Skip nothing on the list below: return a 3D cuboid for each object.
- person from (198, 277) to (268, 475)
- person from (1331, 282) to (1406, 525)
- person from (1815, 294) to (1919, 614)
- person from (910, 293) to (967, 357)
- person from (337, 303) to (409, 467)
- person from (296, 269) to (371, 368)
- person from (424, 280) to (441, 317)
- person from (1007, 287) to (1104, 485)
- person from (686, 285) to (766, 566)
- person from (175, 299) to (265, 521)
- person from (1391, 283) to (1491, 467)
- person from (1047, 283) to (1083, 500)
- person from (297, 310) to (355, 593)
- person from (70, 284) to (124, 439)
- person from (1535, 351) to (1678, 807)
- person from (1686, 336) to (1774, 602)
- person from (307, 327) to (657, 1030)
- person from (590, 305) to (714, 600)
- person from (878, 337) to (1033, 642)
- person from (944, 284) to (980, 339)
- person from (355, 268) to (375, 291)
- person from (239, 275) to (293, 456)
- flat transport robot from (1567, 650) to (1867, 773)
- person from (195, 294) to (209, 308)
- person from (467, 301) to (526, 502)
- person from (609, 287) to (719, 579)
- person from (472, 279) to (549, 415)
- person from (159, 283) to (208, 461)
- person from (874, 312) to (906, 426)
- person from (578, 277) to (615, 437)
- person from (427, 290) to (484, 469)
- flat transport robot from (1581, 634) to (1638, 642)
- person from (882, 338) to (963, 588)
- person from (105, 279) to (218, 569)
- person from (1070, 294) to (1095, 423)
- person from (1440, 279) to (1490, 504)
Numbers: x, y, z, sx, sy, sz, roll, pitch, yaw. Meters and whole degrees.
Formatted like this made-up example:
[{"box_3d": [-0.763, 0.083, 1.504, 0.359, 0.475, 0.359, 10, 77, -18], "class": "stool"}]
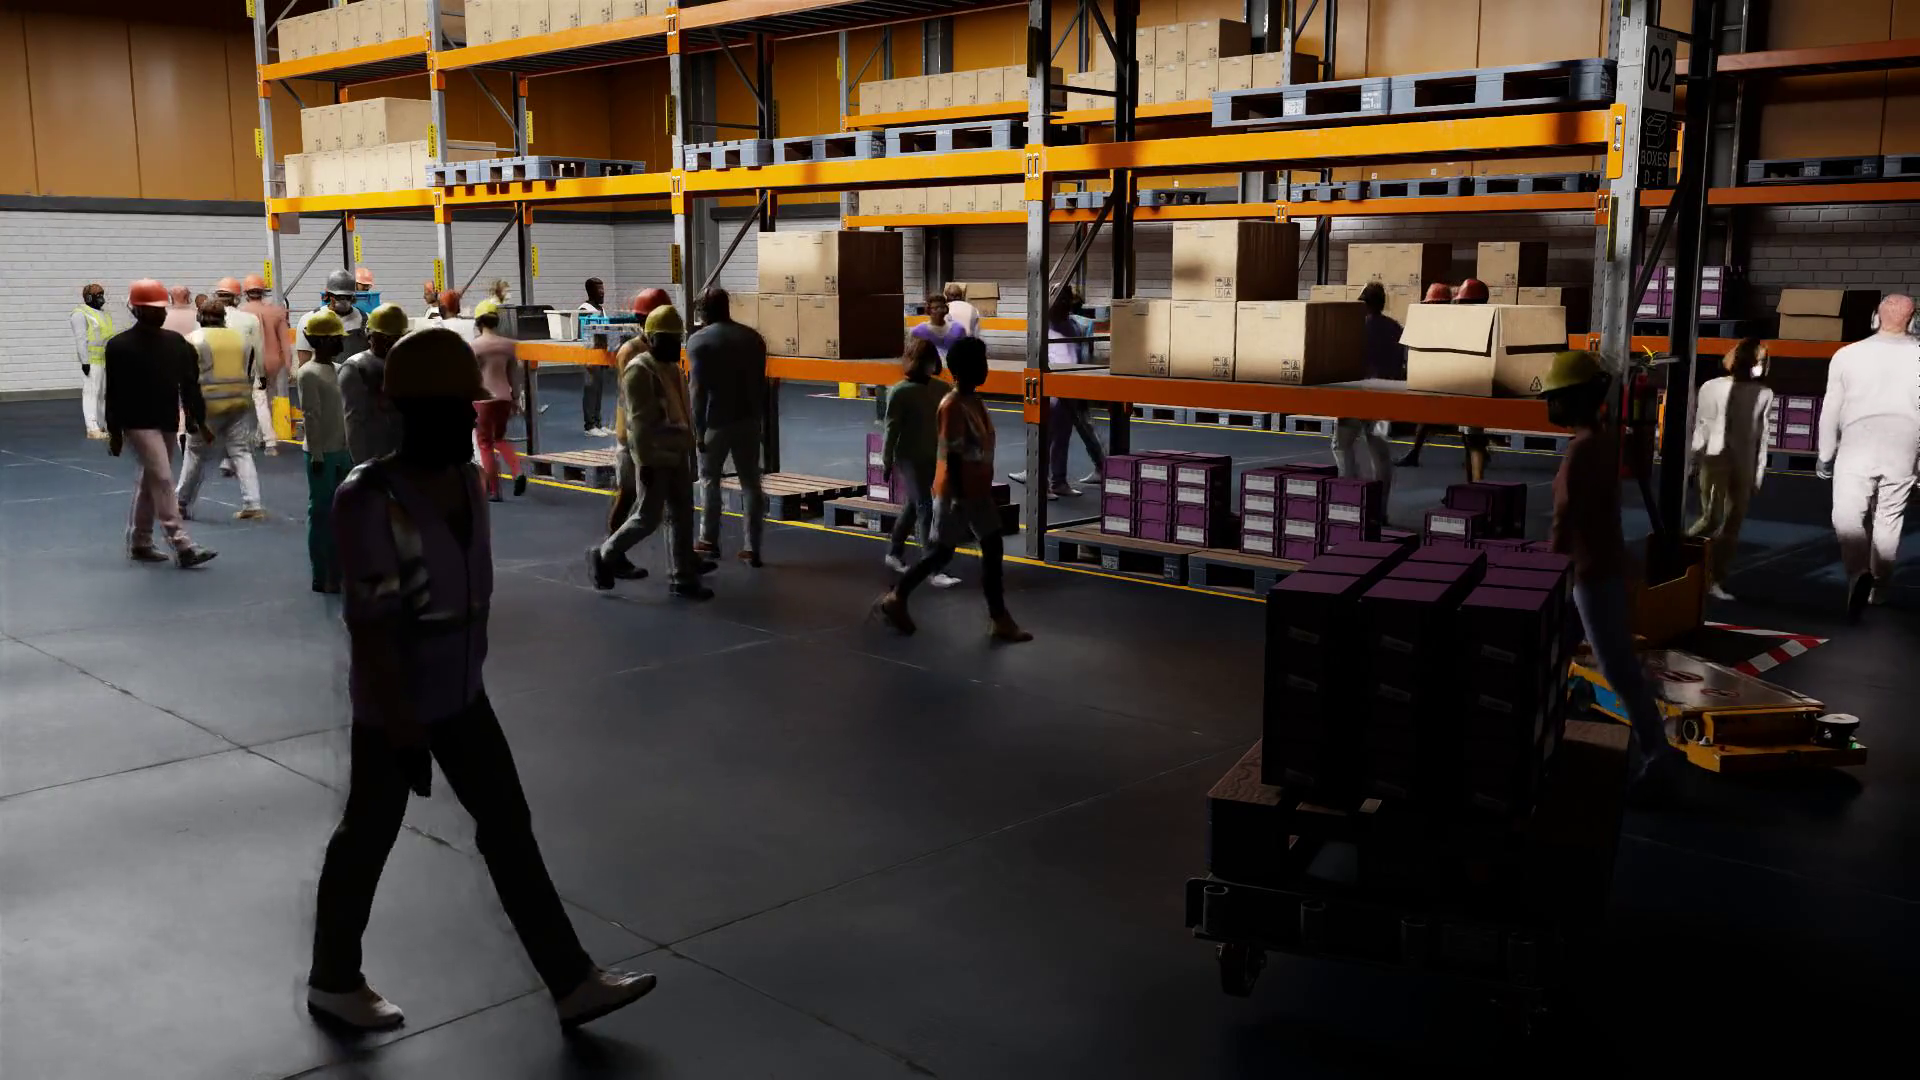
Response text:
[{"box_3d": [-7.237, -1.632, 16.516, 0.589, 1.948, 0.991, 0, 9, 1], "class": "person"}, {"box_3d": [3.229, -1.081, 13.216, 0.654, 1.915, 0.596, -4, 10, -24], "class": "person"}, {"box_3d": [5.404, -0.496, 9.747, 0.643, 1.881, 0.766, 2, 10, 15], "class": "person"}, {"box_3d": [-0.216, -1.518, 16.277, 0.586, 1.801, 0.952, -2, 10, -14], "class": "person"}, {"box_3d": [-3.401, -0.495, 9.920, 0.404, 1.821, 0.589, 4, 10, 24], "class": "person"}, {"box_3d": [-5.034, -1.210, 13.633, 0.674, 2.000, 0.535, -6, 11, -34], "class": "person"}, {"box_3d": [-6.303, -2.190, 20.118, 0.572, 1.886, 0.355, 8, 13, 42], "class": "person"}, {"box_3d": [0.949, -1.415, 15.459, 1.006, 1.857, 0.666, -1, 9, -5], "class": "person"}, {"box_3d": [-1.625, -0.795, 11.490, 0.659, 1.895, 0.836, -6, 11, -33], "class": "person"}, {"box_3d": [-6.000, -1.040, 13.399, 0.878, 1.781, 0.652, 6, 11, 35], "class": "person"}, {"box_3d": [4.950, -1.660, 16.892, 0.985, 1.890, 0.546, 3, 10, 19], "class": "person"}, {"box_3d": [0.879, -1.309, 14.653, 0.401, 1.904, 0.649, 8, 12, 39], "class": "person"}, {"box_3d": [-3.952, -0.556, 10.462, 0.308, 1.769, 0.525, 1, 9, 5], "class": "person"}, {"box_3d": [-10.323, -2.138, 19.930, 0.430, 1.845, 0.619, 1, 9, 5], "class": "person"}, {"box_3d": [2.352, 0.147, 6.329, 0.867, 1.701, 0.596, 4, 10, 25], "class": "person"}, {"box_3d": [4.681, -0.442, 10.188, 0.526, 1.614, 0.422, -1, 9, -8], "class": "person"}, {"box_3d": [-1.328, 0.394, 4.315, 1.018, 1.868, 0.614, 3, 10, 19], "class": "person"}, {"box_3d": [-1.887, -0.530, 10.176, 0.720, 1.813, 0.605, 4, 10, 22], "class": "person"}, {"box_3d": [-0.035, -0.278, 9.051, 0.822, 1.669, 0.532, 4, 10, 23], "class": "person"}, {"box_3d": [-0.048, -2.452, 21.921, 0.659, 1.820, 0.458, -4, 10, -21], "class": "person"}, {"box_3d": [-7.577, -2.429, 21.128, 0.385, 2.035, 0.605, 4, 10, 21], "class": "person"}, {"box_3d": [-7.694, -1.909, 18.199, 0.646, 1.938, 1.037, -8, 12, -40], "class": "person"}, {"box_3d": [3.188, 0.709, 7.279, 0.652, 0.197, 1.431, -2, 9, -10], "class": "flat transport robot"}, {"box_3d": [-11.691, -2.989, 25.765, 0.523, 1.638, 0.311, -4, 10, -24], "class": "person"}, {"box_3d": [-4.054, -1.192, 14.416, 0.419, 1.750, 0.527, 7, 11, 35], "class": "person"}, {"box_3d": [-1.946, -0.669, 10.747, 0.872, 1.895, 0.600, 3, 10, 19], "class": "person"}, {"box_3d": [-6.029, -2.492, 21.992, 1.026, 1.876, 0.642, -1, 9, -4], "class": "person"}, {"box_3d": [-8.065, -1.729, 17.321, 0.641, 1.887, 0.644, -5, 10, -26], "class": "person"}, {"box_3d": [-0.884, -2.334, 21.187, 0.516, 1.826, 0.729, -4, 10, -25], "class": "person"}, {"box_3d": [-4.433, -2.214, 20.160, 0.391, 1.920, 0.593, 1, 9, 6], "class": "person"}, {"box_3d": [-4.760, -1.449, 15.796, 1.084, 1.824, 0.559, 6, 11, 34], "class": "person"}, {"box_3d": [2.747, 0.552, 8.239, 1.431, 0.197, 0.652, -2, 9, -10], "class": "flat transport robot"}, {"box_3d": [-0.269, -0.515, 10.768, 0.501, 1.584, 0.880, -9, 13, -44], "class": "person"}, {"box_3d": [-5.372, -0.779, 11.289, 0.990, 1.944, 0.611, 3, 10, 19], "class": "person"}, {"box_3d": [1.483, -2.355, 21.726, 0.583, 1.690, 0.316, 2, 9, 11], "class": "person"}, {"box_3d": [4.294, -1.222, 14.023, 0.356, 1.938, 0.543, 1, 9, 7], "class": "person"}]
